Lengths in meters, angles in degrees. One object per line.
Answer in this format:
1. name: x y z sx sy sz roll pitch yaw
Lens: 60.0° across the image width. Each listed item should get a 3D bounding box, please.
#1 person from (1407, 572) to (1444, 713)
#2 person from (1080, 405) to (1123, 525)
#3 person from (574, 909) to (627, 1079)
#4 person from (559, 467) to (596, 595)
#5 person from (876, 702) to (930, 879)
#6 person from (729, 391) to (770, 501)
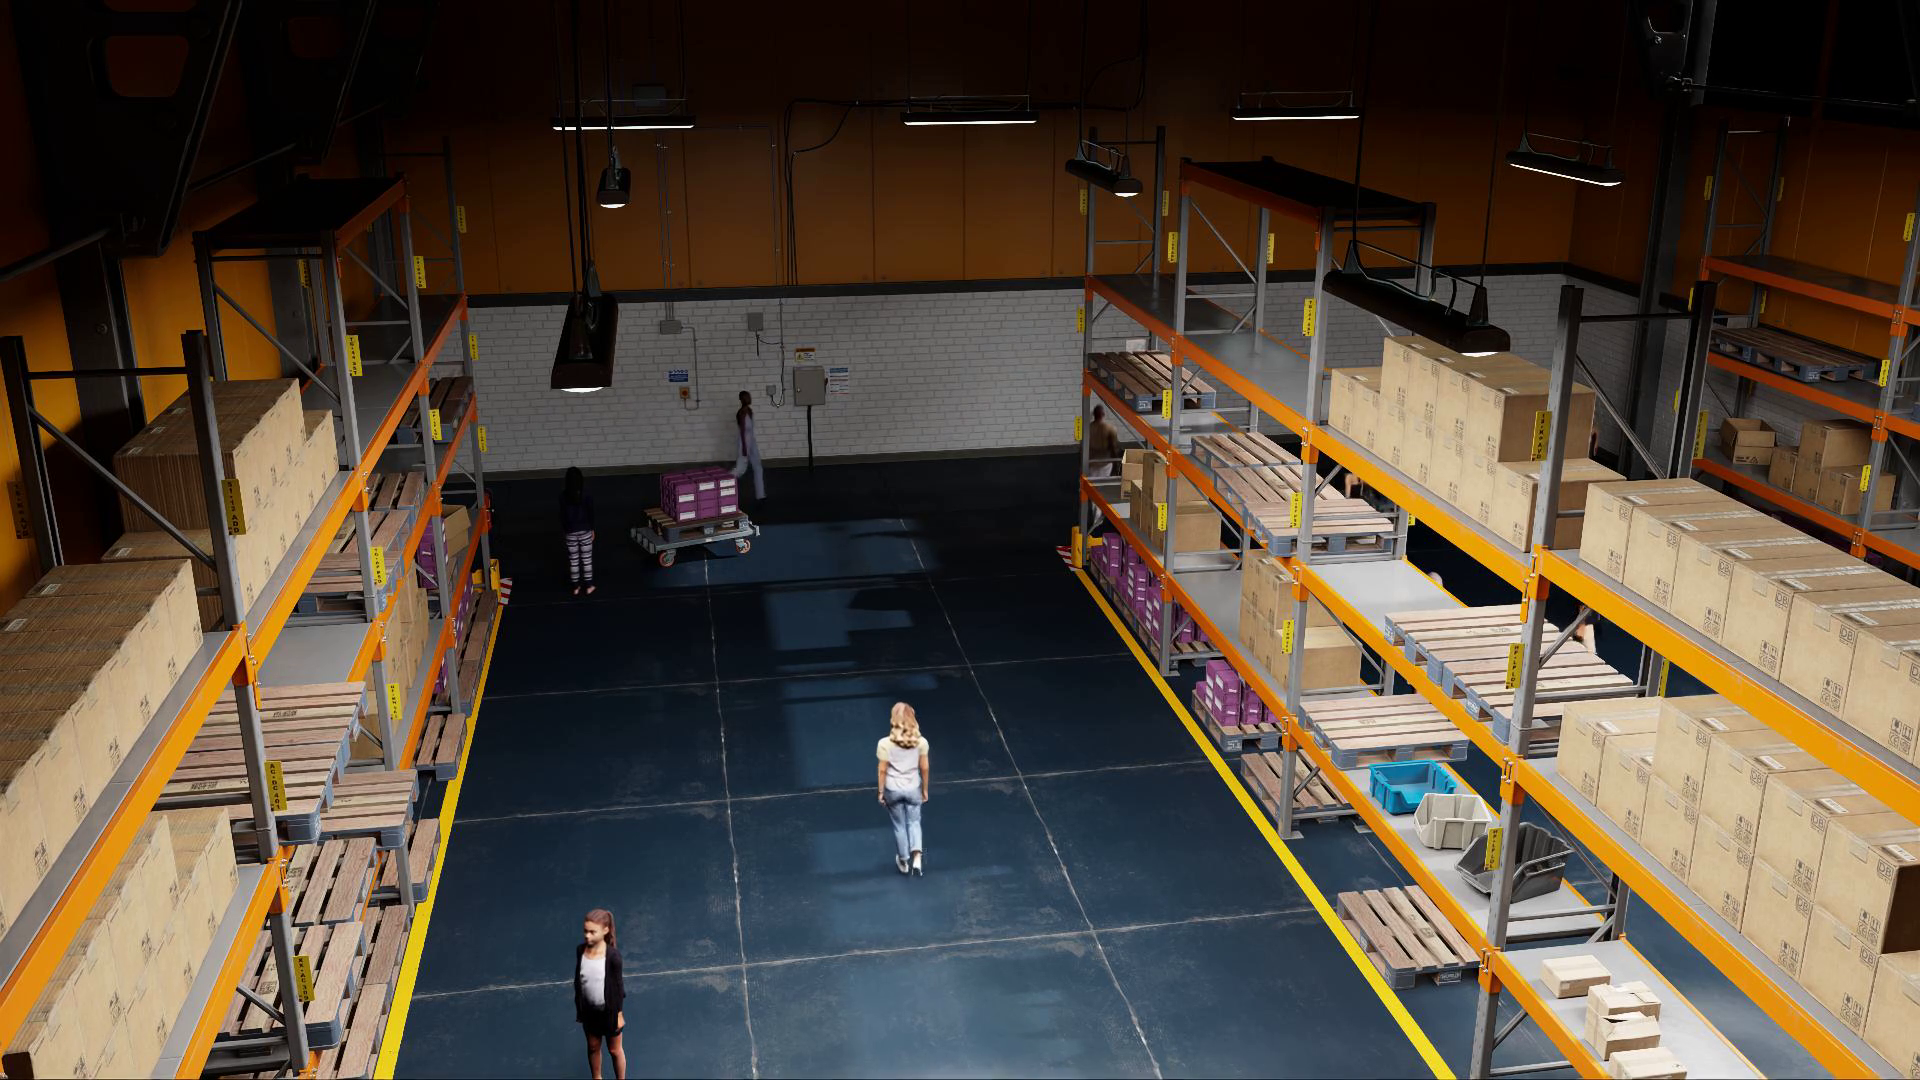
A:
1. person: 5.043 1.225 17.918 0.632 1.838 0.545 -4 19 -11
2. person: 2.088 -1.101 24.894 1.039 1.794 1.135 8 20 22
3. person: -2.589 3.362 12.013 0.626 1.556 0.661 5 19 15
4. person: -5.074 -0.128 22.105 0.608 1.729 0.539 -1 19 -4
5. person: -0.492 2.297 14.936 0.638 1.710 0.872 -4 19 -12
6. person: -3.432 -1.456 26.010 0.936 1.754 1.091 4 19 12
